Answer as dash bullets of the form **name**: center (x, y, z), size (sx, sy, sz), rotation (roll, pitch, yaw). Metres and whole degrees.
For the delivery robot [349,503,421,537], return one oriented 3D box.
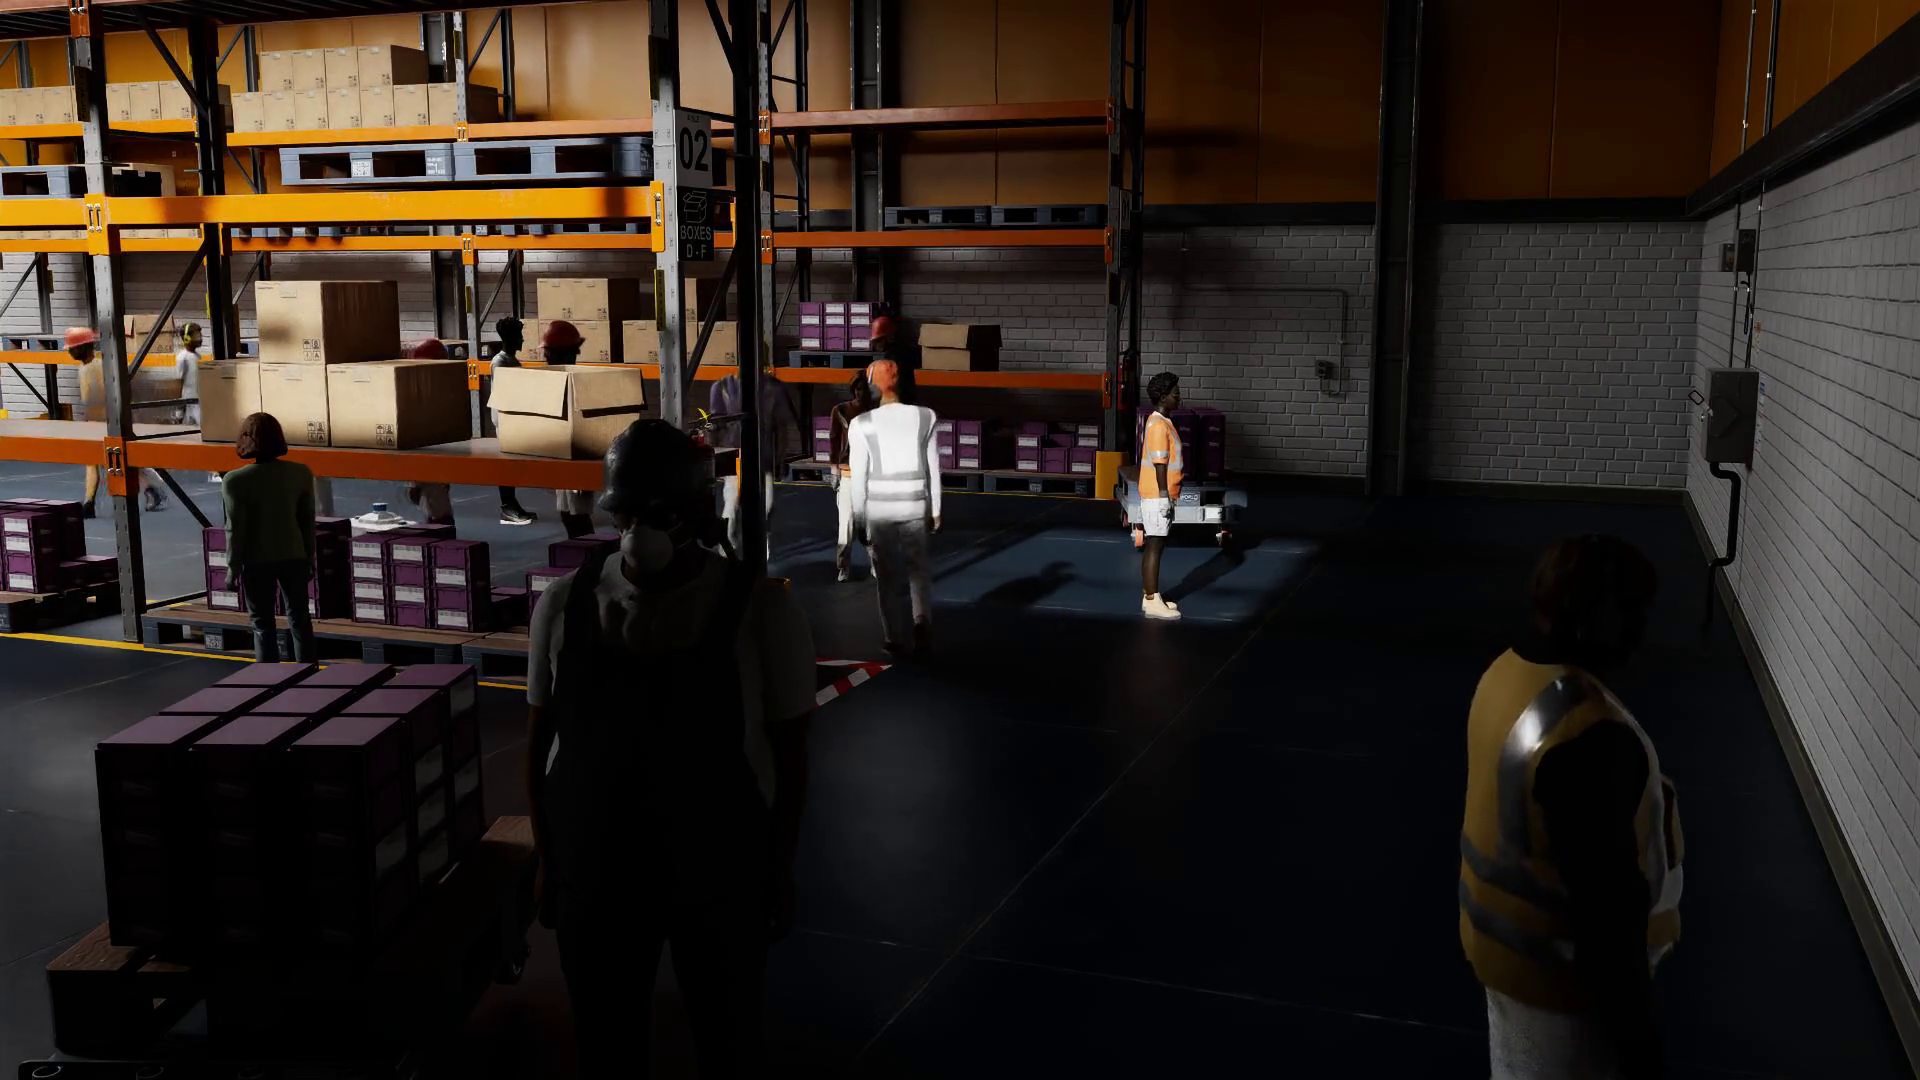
- **delivery robot**: center (-4.567, -0.049, 13.125), size (0.707, 0.478, 0.477), rotation (6, 11, 33)

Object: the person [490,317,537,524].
- **person**: center (-4.260, -1.135, 15.818), size (0.367, 1.966, 0.605), rotation (-1, 9, -4)

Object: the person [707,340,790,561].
- **person**: center (-1.696, -0.680, 13.232), size (0.674, 1.880, 0.614), rotation (-2, 9, -13)

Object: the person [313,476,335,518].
- **person**: center (-6.130, -0.993, 15.373), size (0.668, 1.827, 0.432), rotation (-5, 10, -29)

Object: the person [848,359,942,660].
- **person**: center (-0.373, -0.162, 10.040), size (0.597, 1.860, 0.683), rotation (-2, 9, -14)

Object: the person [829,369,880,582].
- **person**: center (-0.754, -0.495, 12.824), size (0.513, 1.640, 0.309), rotation (-2, 9, -13)

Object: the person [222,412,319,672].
- **person**: center (-3.676, 0.132, 8.891), size (0.284, 1.636, 0.497), rotation (8, 12, 41)

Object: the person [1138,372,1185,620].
- **person**: center (1.388, -0.308, 11.472), size (0.319, 1.696, 0.532), rotation (1, 9, 5)

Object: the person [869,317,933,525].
- **person**: center (-0.545, -1.093, 15.562), size (0.594, 1.966, 0.816), rotation (-2, 9, -11)

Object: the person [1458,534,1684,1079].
- **person**: center (1.268, 0.898, 3.481), size (0.428, 1.838, 0.633), rotation (1, 9, 5)

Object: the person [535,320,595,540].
- **person**: center (-2.778, -0.530, 11.778), size (0.390, 2.040, 0.614), rotation (-6, 11, -32)

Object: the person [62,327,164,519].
- **person**: center (-8.311, -1.155, 16.279), size (0.952, 1.880, 0.590), rotation (-8, 12, -42)

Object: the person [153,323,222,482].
- **person**: center (-8.753, -1.547, 18.858), size (0.929, 1.834, 0.527), rotation (-1, 9, -8)

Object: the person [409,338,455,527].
- **person**: center (-3.893, -0.499, 12.010), size (0.830, 1.913, 0.548), rotation (0, 9, 3)
